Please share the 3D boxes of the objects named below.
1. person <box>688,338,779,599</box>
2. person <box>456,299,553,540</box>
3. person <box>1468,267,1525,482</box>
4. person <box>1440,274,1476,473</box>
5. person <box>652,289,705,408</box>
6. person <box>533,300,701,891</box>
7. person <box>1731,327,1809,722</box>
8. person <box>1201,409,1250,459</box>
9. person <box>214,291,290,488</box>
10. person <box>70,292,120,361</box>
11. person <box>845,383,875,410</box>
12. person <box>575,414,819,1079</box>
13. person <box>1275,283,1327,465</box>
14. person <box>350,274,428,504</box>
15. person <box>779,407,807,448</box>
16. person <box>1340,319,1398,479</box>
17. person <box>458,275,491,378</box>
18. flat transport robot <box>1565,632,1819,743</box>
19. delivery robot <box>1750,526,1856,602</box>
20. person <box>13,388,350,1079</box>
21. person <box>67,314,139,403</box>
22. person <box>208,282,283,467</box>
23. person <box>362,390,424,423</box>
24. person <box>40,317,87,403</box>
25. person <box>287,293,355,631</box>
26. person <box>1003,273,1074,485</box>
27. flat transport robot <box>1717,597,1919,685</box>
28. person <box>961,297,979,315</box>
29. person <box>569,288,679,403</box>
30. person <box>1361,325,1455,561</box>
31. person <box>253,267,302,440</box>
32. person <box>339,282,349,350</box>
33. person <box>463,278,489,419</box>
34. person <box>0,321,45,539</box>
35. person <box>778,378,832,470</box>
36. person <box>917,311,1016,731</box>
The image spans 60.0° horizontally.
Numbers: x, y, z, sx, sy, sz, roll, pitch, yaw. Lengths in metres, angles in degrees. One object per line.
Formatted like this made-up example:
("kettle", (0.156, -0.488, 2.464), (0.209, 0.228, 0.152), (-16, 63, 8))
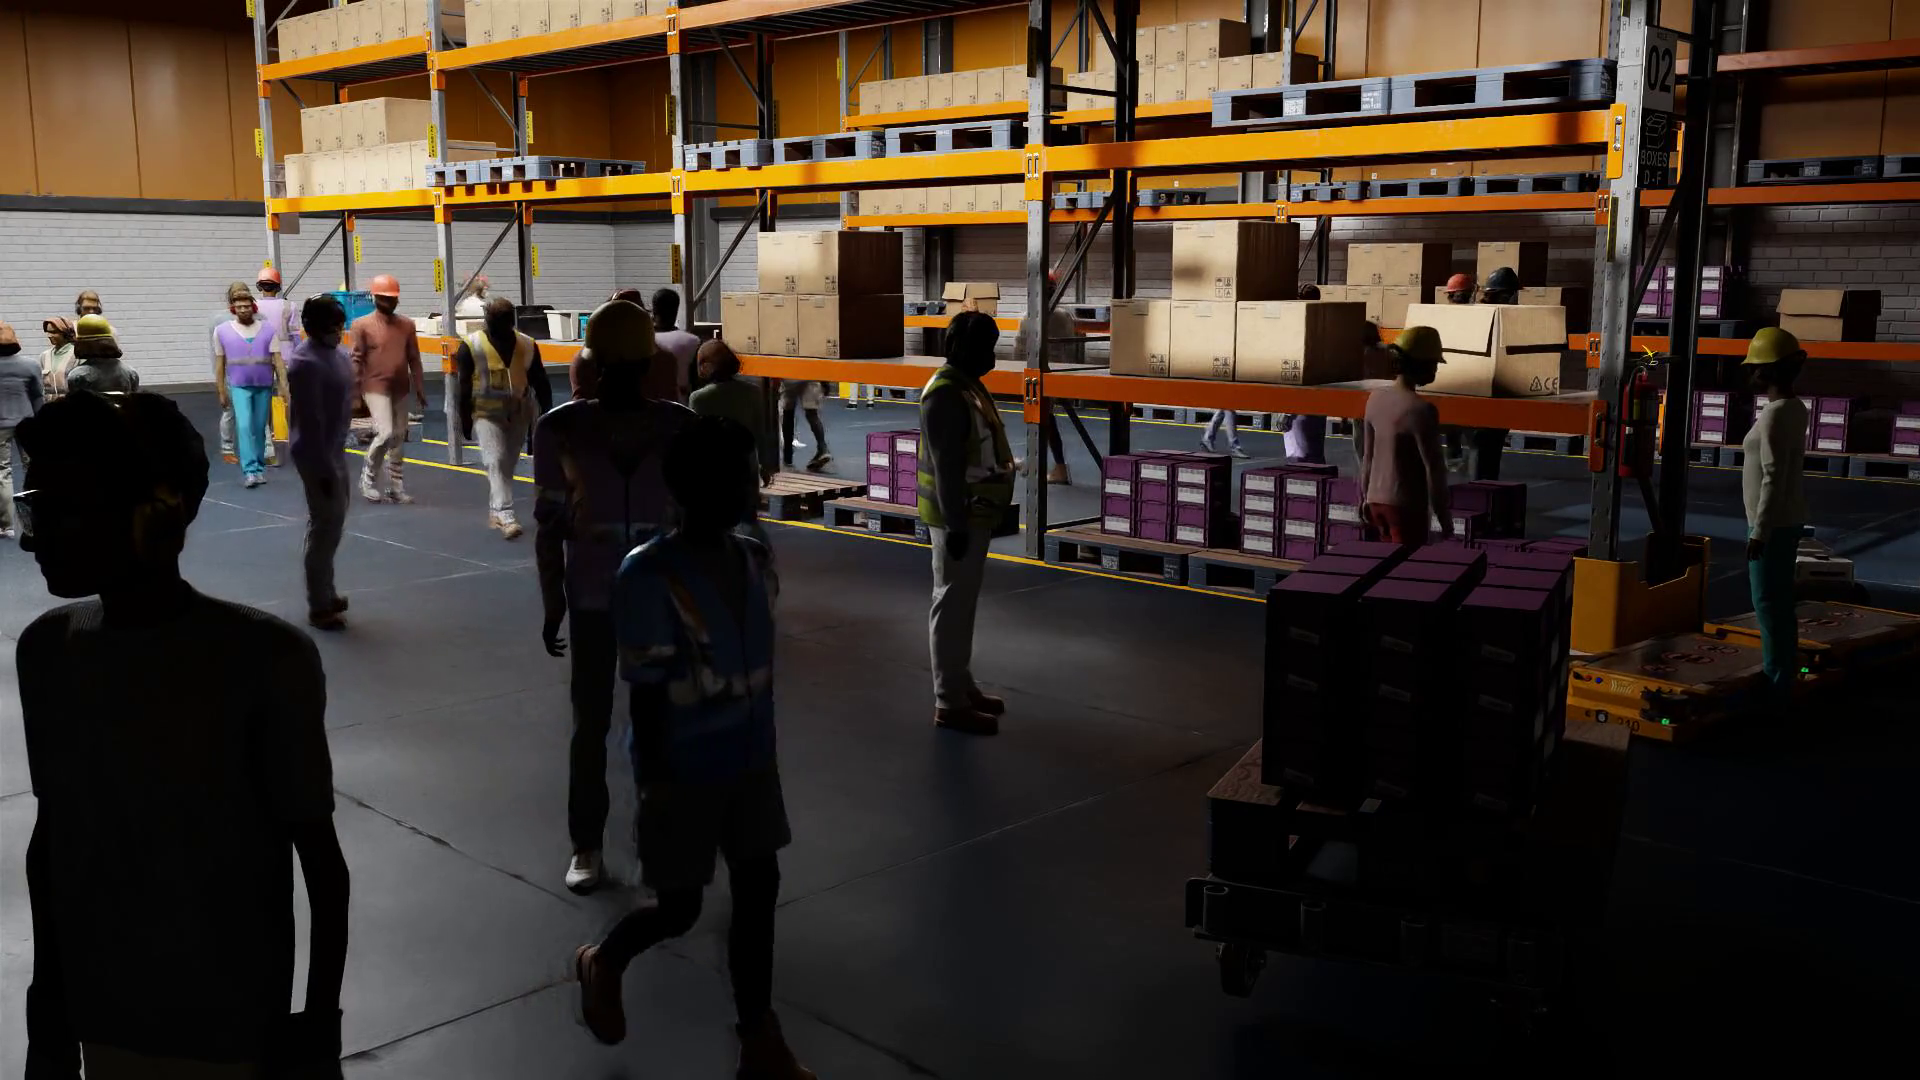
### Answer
("person", (-1.325, -0.391, 9.897), (0.552, 1.608, 0.577), (-7, 11, -35))
("person", (-3.392, -0.906, 12.517), (0.654, 1.788, 0.934), (-7, 12, -37))
("person", (4.538, -1.261, 13.942), (0.536, 2.000, 0.677), (6, 11, 34))
("person", (4.936, -1.626, 16.406), (0.562, 1.968, 0.610), (7, 12, 39))
("person", (-2.098, -0.827, 11.775), (0.625, 1.868, 0.911), (-1, 9, -3))
("person", (-1.089, 0.182, 5.463), (0.587, 1.922, 0.383), (-3, 10, -15))
("person", (3.625, -0.068, 7.477), (0.323, 1.765, 0.532), (6, 11, 34))
("person", (2.877, -1.765, 17.993), (0.540, 1.726, 0.880), (-6, 11, -32))
("person", (-6.516, -1.382, 15.376), (0.598, 1.805, 0.877), (-6, 11, -34))
("person", (-7.938, -1.352, 15.222), (0.540, 1.803, 0.882), (-6, 11, -34))
("person", (-1.439, -2.772, 23.853), (0.588, 1.831, 0.404), (-4, 10, -24))
("person", (-0.654, 0.524, 4.065), (0.626, 1.683, 0.540), (7, 11, 35))
("person", (2.683, -1.052, 13.074), (0.407, 1.908, 0.641), (8, 12, 39))
("person", (-4.877, -1.275, 14.231), (0.433, 1.980, 0.631), (6, 11, 34))
("person", (-1.947, -1.950, 18.716), (0.412, 1.860, 0.542), (4, 10, 23))
("person", (3.397, -1.001, 13.640), (0.553, 1.610, 0.449), (-3, 10, -18))
("person", (-6.776, -2.762, 23.458), (1.071, 1.937, 0.633), (-7, 11, -36))
("flat transport robot", (3.317, 0.649, 7.647), (1.431, 0.197, 0.652), (-8, 12, -40))
("delivery robot", (4.801, 0.160, 9.487), (0.477, 0.478, 0.707), (1, 9, 6))
("person", (-1.116, 0.714, 2.373), (0.532, 1.865, 0.310), (2, 10, 14))
("person", (-5.378, -0.546, 10.474), (0.318, 1.741, 0.492), (4, 10, 23))
("person", (-7.355, -1.692, 17.067), (0.773, 1.921, 0.649), (9, 13, 43))
("person", (-7.377, -2.236, 21.146), (0.887, 1.636, 0.529), (0, 9, 2))
("person", (-7.414, -1.040, 13.853), (0.508, 1.629, 0.314), (3, 10, 16))
("person", (-3.586, -0.445, 9.424), (0.404, 1.897, 0.801), (-1, 9, -6))
("person", (0.715, -1.544, 15.788), (0.639, 1.993, 1.000), (-8, 12, -40))
("flat transport robot", (4.438, 0.502, 8.543), (1.431, 0.197, 0.652), (-7, 11, -35))
("person", (0.159, -2.573, 23.274), (0.501, 1.629, 0.284), (-4, 10, -24))
("person", (-1.847, -0.447, 9.349), (0.644, 1.913, 0.408), (-6, 11, -33))
("person", (2.186, -0.169, 8.120), (0.379, 1.748, 0.540), (-3, 10, -19))
("person", (-7.634, -2.007, 18.509), (0.607, 2.044, 0.377), (-3, 10, -17))
("person", (-9.057, -2.923, 24.760), (0.586, 1.837, 0.403), (2, 9, 12))
("person", (-6.497, -2.578, 22.484), (0.752, 1.907, 0.630), (-6, 11, -31))
("person", (-7.144, -0.824, 12.516), (0.498, 1.632, 0.285), (-9, 13, -44))
("person", (-1.579, -1.649, 16.745), (0.667, 1.914, 0.950), (-4, 10, -24))
("person", (0.032, -0.090, 7.390), (0.430, 1.839, 0.619), (2, 9, 9))
